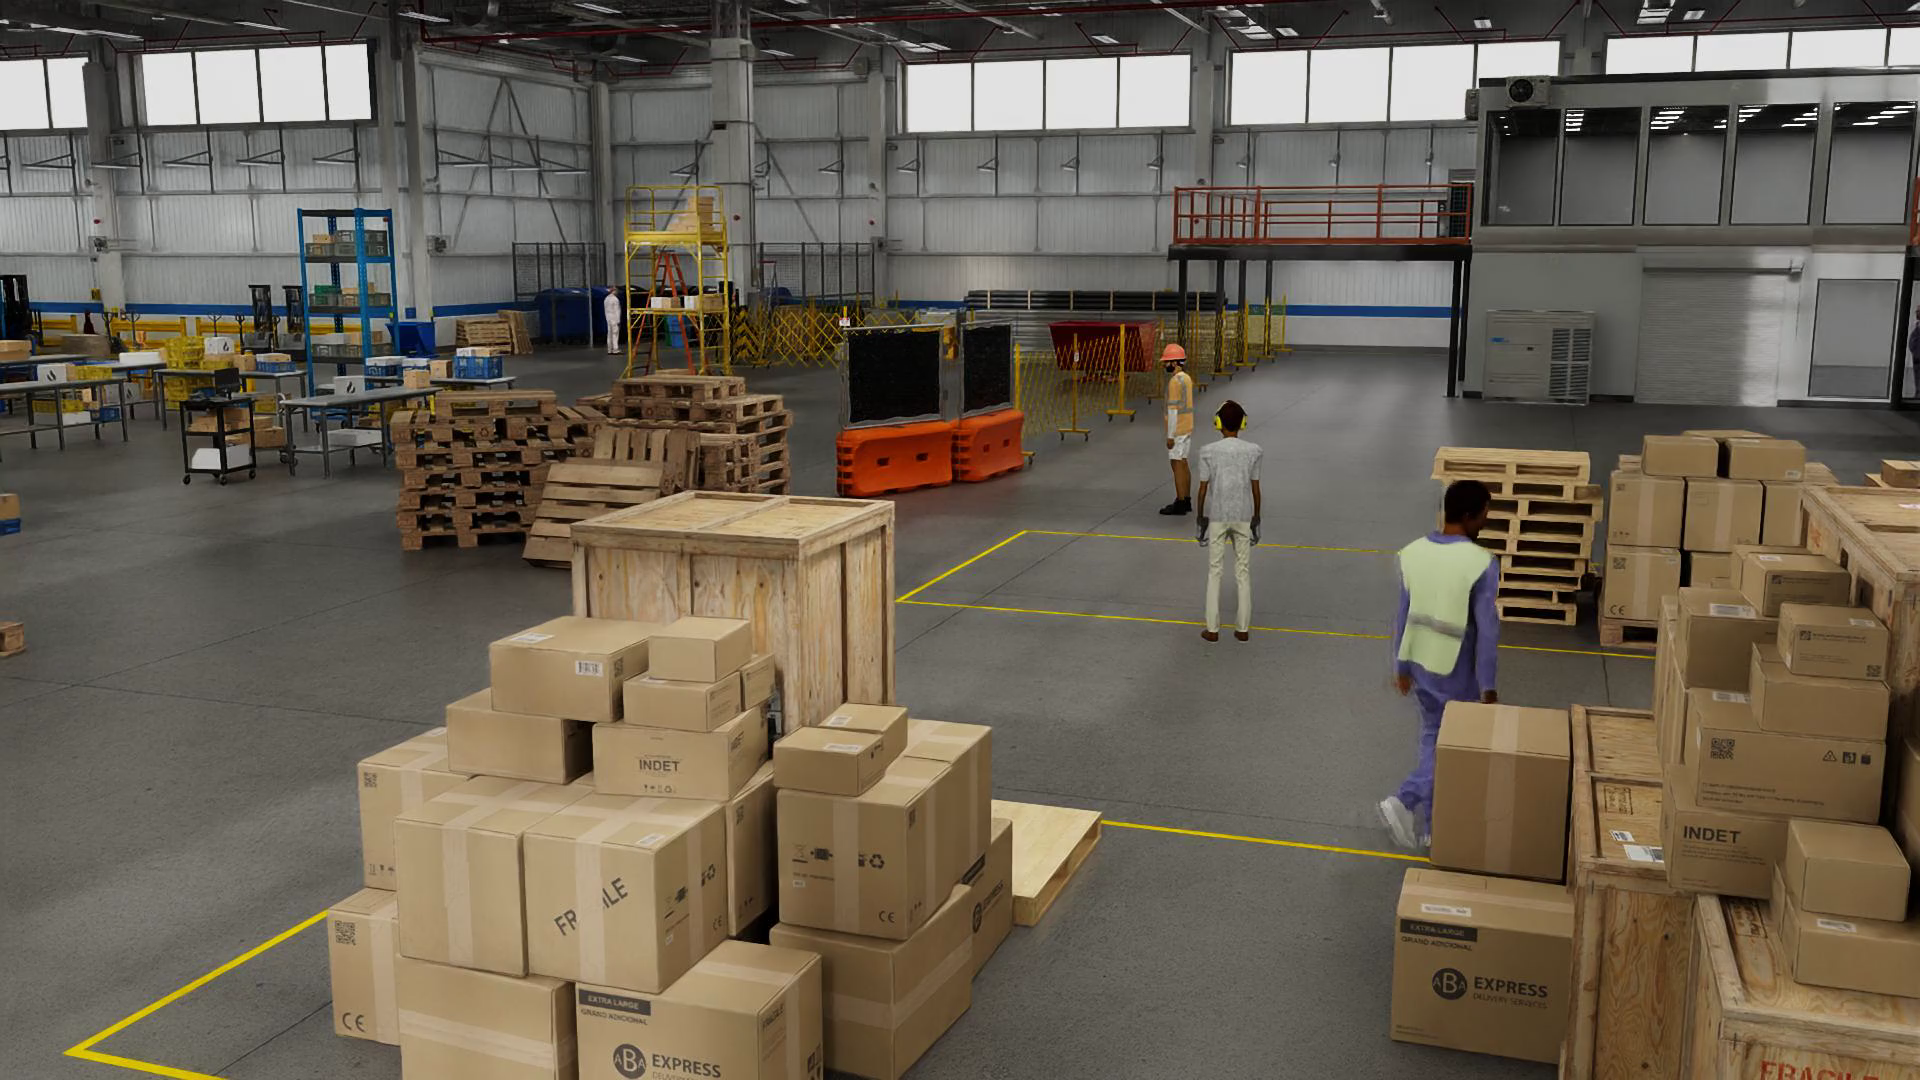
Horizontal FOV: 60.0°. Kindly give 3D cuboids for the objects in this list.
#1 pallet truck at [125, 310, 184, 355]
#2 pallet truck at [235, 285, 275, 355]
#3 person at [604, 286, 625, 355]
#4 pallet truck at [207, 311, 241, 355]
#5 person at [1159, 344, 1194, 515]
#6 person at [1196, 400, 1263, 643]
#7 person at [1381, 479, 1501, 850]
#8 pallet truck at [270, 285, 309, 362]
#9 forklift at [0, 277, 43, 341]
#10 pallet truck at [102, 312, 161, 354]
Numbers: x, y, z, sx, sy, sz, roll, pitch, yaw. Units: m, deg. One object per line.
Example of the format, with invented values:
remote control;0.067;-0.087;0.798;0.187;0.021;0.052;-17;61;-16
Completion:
pallet truck;-22.038;-5.665;45.457;0.704;1.261;1.522;3;11;17
pallet truck;-18.327;-5.835;44.421;0.823;1.965;1.885;4;11;23
person;-9.539;-6.055;45.913;0.405;1.911;0.636;-9;13;-40
pallet truck;-19.537;-5.575;44.913;0.653;1.274;1.630;3;11;19
person;2.428;-1.243;18.778;0.398;1.928;0.541;4;11;21
person;2.059;-0.133;12.718;0.504;1.861;0.328;1;10;4
person;2.369;0.637;8.263;0.613;1.895;0.605;-6;12;-29
pallet truck;-17.147;-5.700;43.663;0.823;1.965;1.885;3;11;17
forklift;-27.151;-6.329;46.328;1.157;1.987;2.680;3;11;17
pallet truck;-23.057;-5.777;46.261;0.680;1.201;1.601;3;11;19
